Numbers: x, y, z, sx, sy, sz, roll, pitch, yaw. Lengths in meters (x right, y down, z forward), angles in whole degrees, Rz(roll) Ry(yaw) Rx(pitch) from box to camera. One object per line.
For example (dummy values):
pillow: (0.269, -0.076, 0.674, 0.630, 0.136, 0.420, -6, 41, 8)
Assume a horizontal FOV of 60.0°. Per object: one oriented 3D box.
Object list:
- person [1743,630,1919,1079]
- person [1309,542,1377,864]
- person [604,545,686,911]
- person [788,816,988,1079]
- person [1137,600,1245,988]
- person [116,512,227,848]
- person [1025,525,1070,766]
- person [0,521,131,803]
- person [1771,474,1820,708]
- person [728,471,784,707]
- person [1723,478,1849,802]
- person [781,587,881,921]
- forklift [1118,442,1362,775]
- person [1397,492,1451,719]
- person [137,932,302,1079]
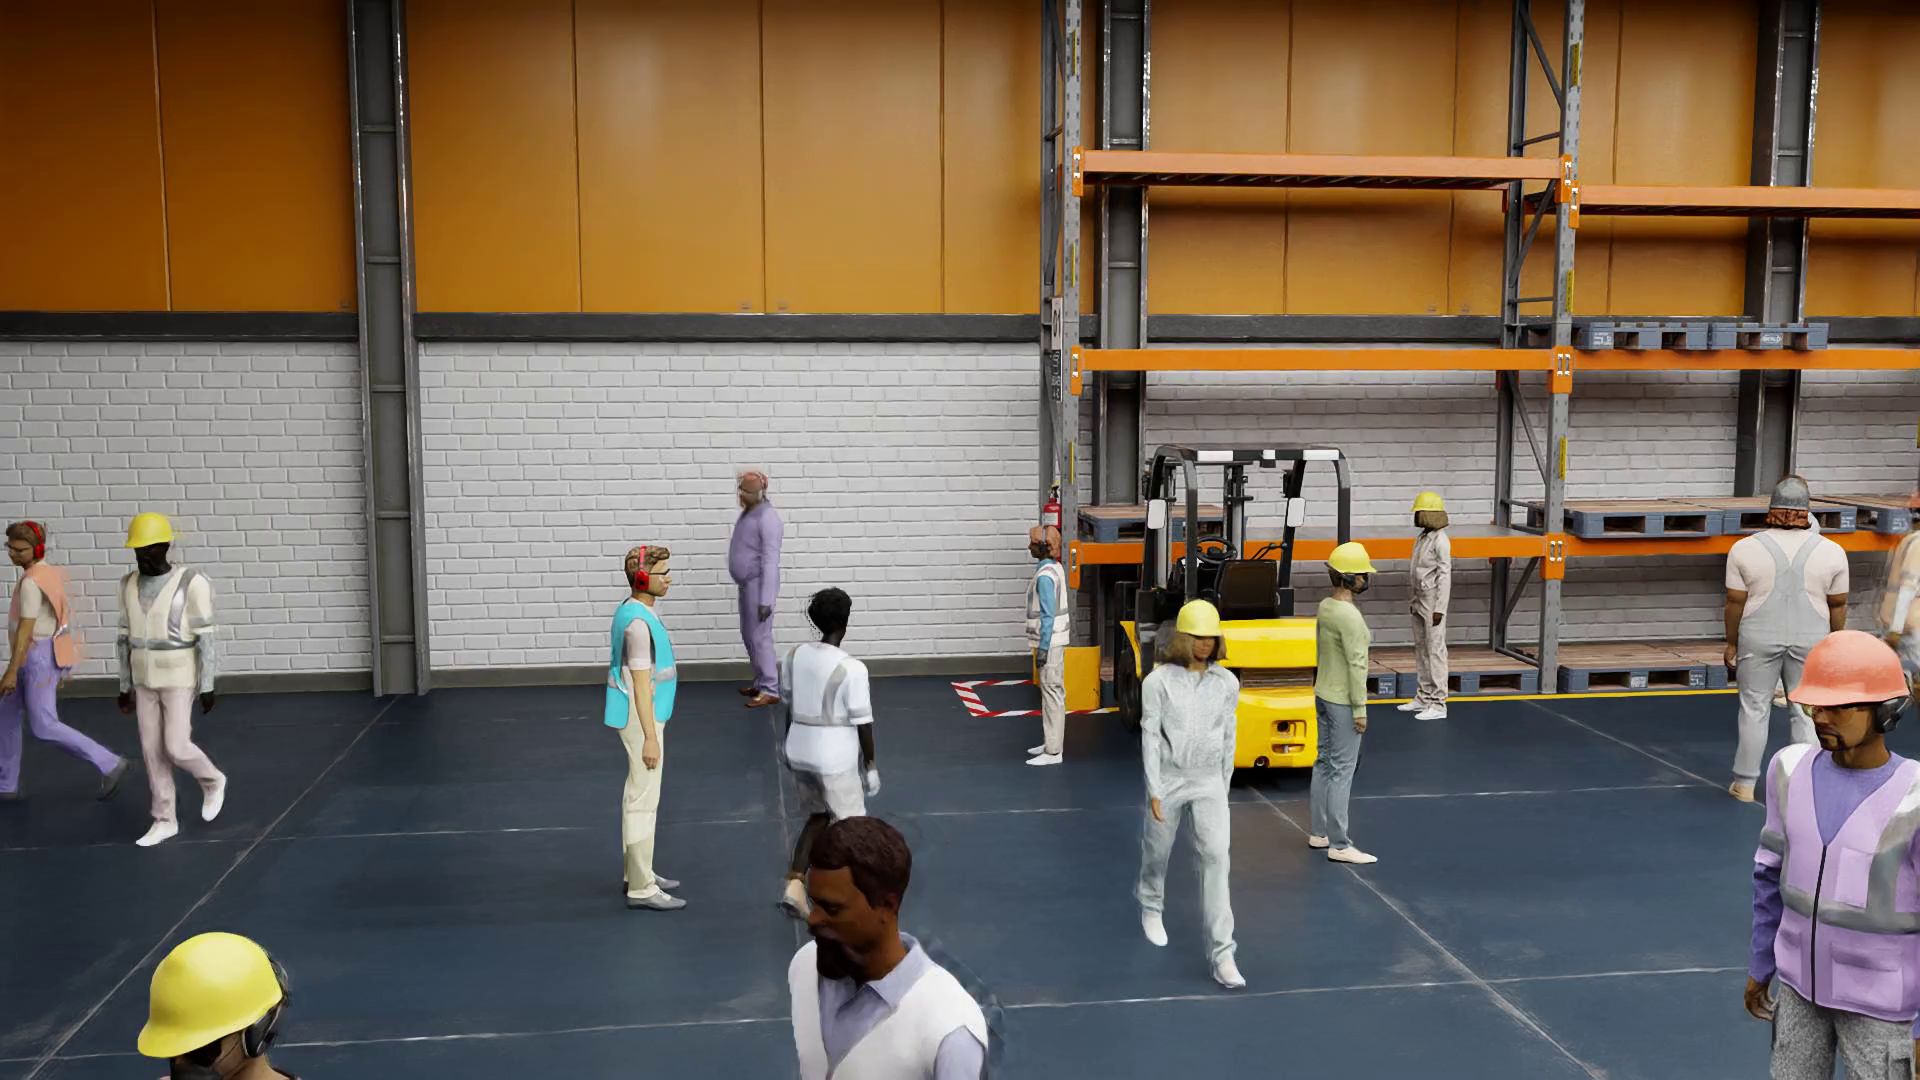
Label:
person: (2.502, 1.265, 4.732, 0.391, 2.040, 0.615, -3, 7, -27)
person: (2.129, 0.892, 9.208, 0.312, 1.768, 0.530, -1, 7, -9)
person: (-1.609, 0.940, 8.428, 0.380, 1.845, 0.570, -2, 7, -13)
person: (-0.189, 1.494, 3.492, 0.996, 1.862, 0.613, -6, 9, -42)
person: (1.042, 1.109, 7.604, 0.484, 1.699, 0.915, -1, 7, -9)
person: (-4.540, 0.779, 9.567, 0.599, 1.910, 0.527, 2, 7, 14)
person: (0.593, 0.712, 11.318, 0.313, 1.642, 0.513, 1, 7, 9)
person: (-5.659, 0.759, 10.275, 0.874, 1.796, 0.558, -3, 7, -27)
person: (6.557, 0.399, 13.174, 0.333, 1.843, 0.515, -1, 7, -8)
person: (-1.626, 0.391, 13.201, 0.451, 1.868, 0.777, -3, 7, -24)
person: (5.113, 0.623, 10.366, 0.688, 2.000, 0.539, 2, 7, 18)
person: (-0.647, 1.067, 7.989, 0.576, 1.684, 0.421, 6, 9, 42)
forklift: (1.912, 0.418, 11.496, 1.214, 2.155, 2.313, -1, 7, -8)
person: (3.573, 0.498, 12.753, 0.299, 1.743, 0.493, -1, 7, -8)
person: (-1.360, 1.590, 3.171, 0.539, 1.758, 0.353, 2, 7, 15)
